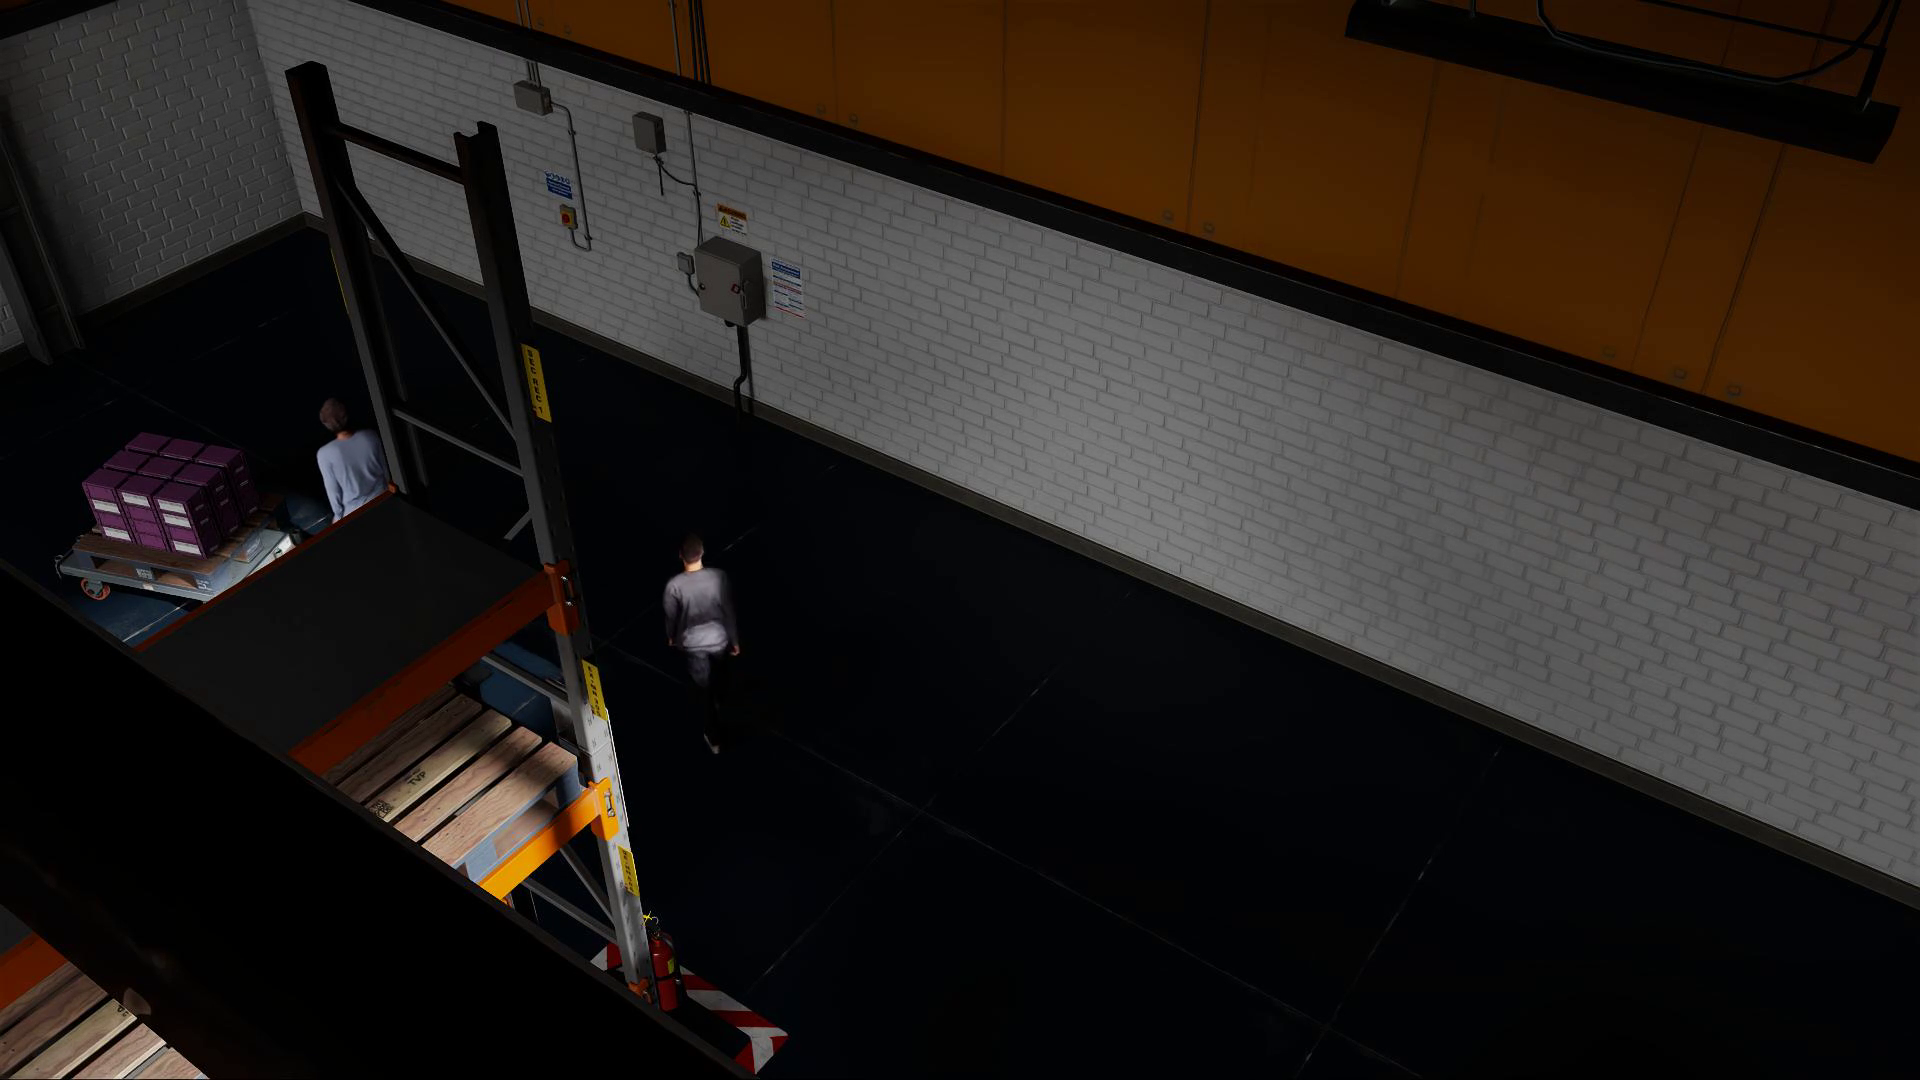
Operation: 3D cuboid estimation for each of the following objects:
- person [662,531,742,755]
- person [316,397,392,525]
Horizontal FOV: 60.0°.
[{"bbox_3d":[-1.709,0.738,11.237,0.991,1.736,1.006,-11,40,-14],"label":"person"},{"bbox_3d":[-4.401,-0.245,12.346,0.600,1.888,0.775,-28,46,-31],"label":"person"}]
